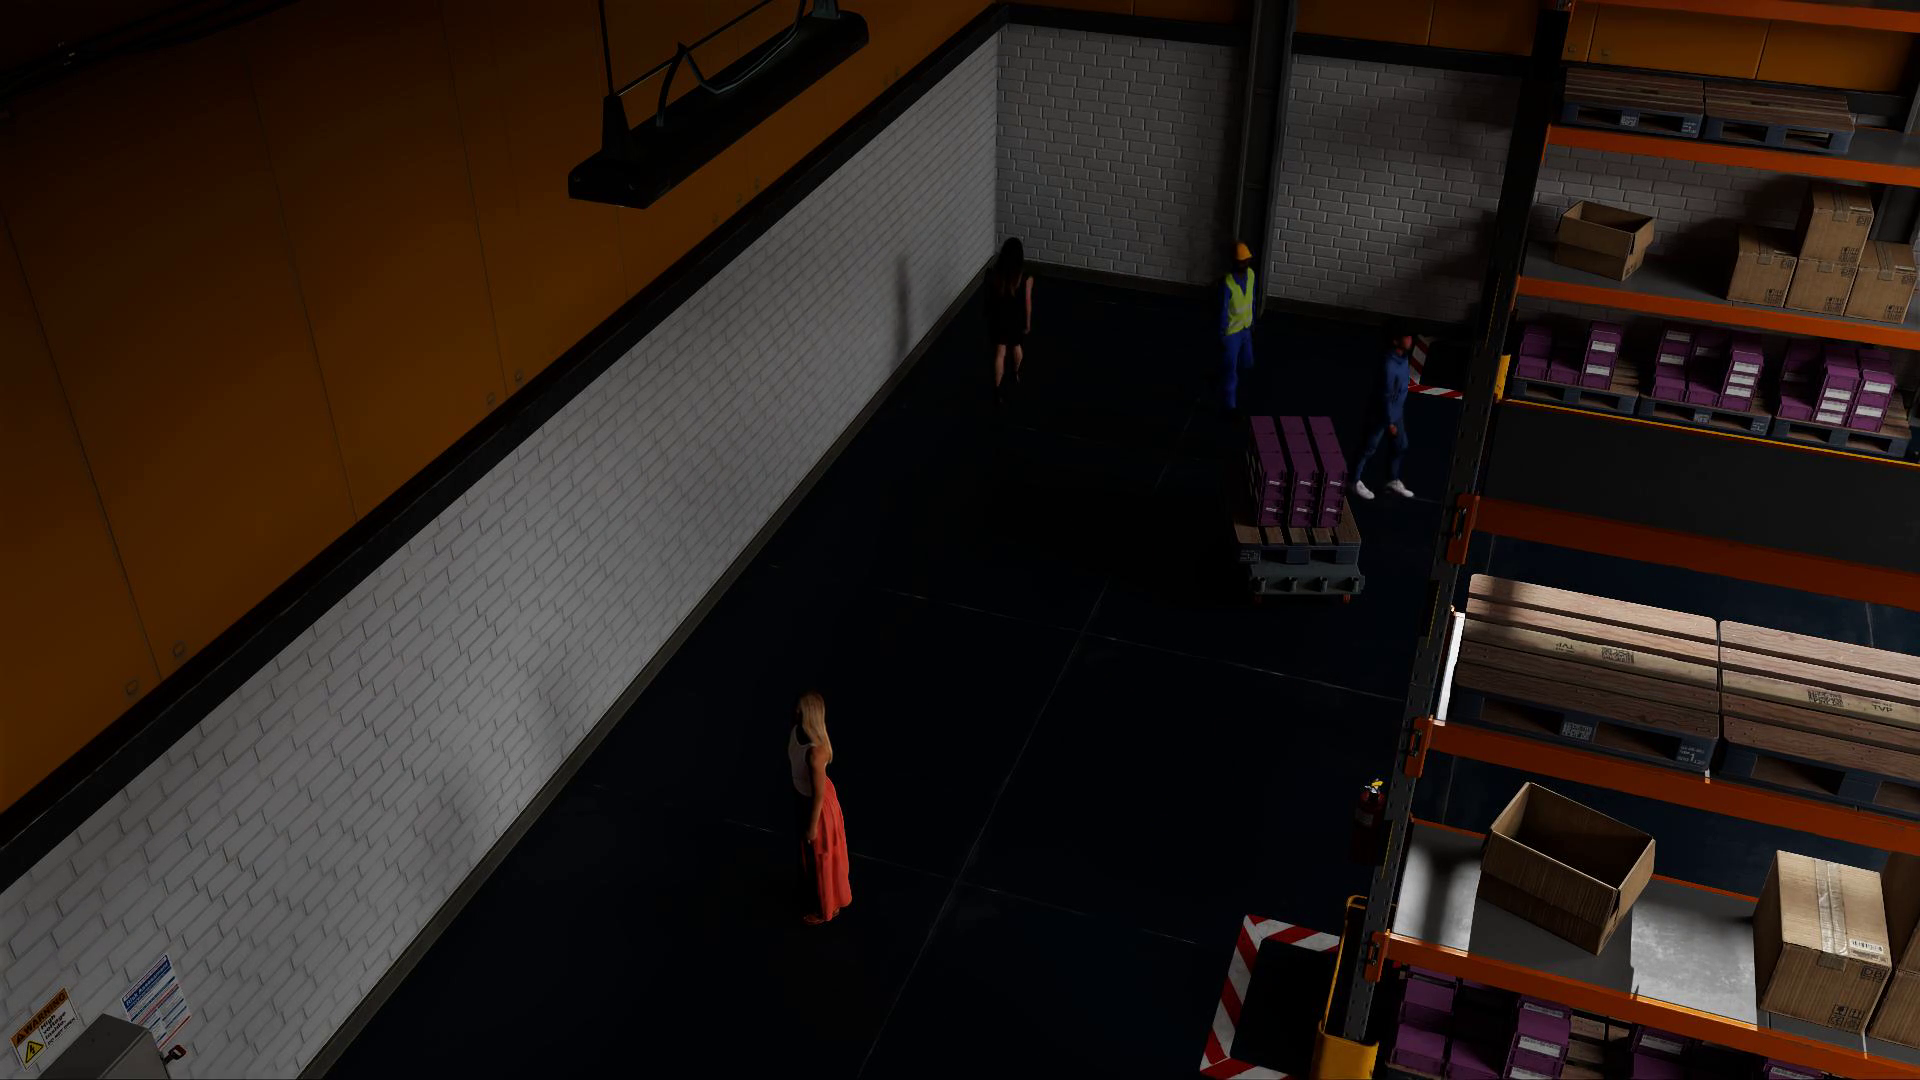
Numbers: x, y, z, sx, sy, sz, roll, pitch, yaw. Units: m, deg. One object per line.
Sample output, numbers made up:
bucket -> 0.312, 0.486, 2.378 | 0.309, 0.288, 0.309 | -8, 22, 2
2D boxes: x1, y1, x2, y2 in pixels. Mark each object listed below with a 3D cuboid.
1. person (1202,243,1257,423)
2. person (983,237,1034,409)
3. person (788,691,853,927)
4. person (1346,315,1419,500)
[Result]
person -> 2.596, -2.047, 16.030 | 0.888, 1.804, 0.999 | -27, 42, -34
person -> 0.436, -2.072, 16.179 | 1.046, 1.680, 0.866 | 4, 34, 6
person -> -0.909, 1.662, 10.450 | 0.766, 1.803, 0.723 | -11, 35, -16
person -> 3.670, -1.167, 14.714 | 0.900, 1.795, 0.781 | 21, 39, 28
